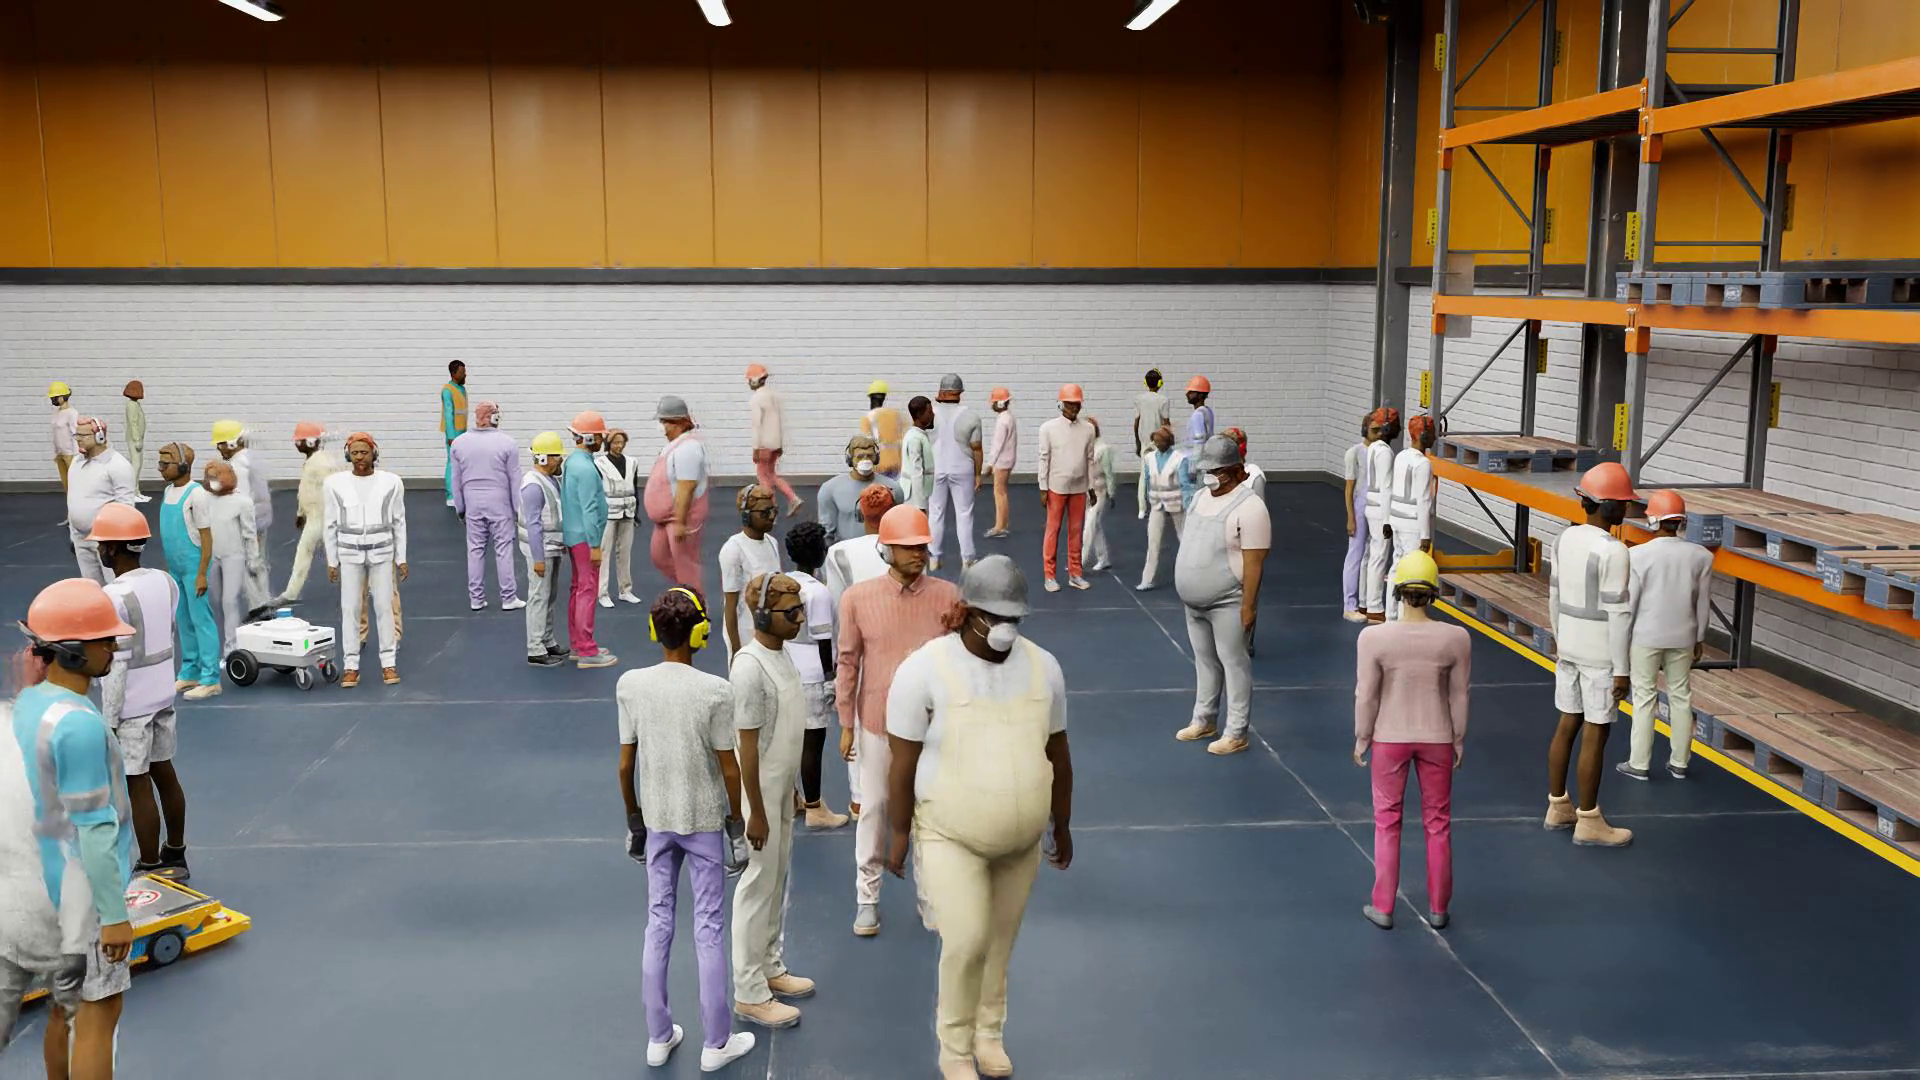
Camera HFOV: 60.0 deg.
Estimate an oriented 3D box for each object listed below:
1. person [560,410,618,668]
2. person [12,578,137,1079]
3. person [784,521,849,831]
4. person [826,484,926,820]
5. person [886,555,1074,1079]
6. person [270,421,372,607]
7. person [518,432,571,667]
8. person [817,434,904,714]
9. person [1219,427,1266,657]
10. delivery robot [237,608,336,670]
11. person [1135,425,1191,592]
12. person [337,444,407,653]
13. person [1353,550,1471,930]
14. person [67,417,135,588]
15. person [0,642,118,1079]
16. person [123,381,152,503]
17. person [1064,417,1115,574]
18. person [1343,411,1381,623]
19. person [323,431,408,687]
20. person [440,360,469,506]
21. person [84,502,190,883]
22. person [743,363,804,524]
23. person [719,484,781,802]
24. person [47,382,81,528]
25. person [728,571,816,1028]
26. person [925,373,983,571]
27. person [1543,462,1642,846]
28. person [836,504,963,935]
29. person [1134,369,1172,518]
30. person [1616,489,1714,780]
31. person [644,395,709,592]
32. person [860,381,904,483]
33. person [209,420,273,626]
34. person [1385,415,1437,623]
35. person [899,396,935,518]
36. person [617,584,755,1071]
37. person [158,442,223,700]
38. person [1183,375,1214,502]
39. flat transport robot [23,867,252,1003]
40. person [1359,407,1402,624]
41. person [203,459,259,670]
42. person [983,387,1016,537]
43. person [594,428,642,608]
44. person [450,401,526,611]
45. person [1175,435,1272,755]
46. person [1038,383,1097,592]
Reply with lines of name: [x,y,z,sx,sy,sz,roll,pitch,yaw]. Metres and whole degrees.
person: [-2.880,-0.010,12.891,0.406,1.987,0.615,-4,10,-23]
person: [-2.887,1.134,5.532,0.382,2.041,0.616,-9,13,-44]
person: [-0.834,0.736,9.114,0.318,1.697,0.535,-6,11,-34]
person: [-0.448,0.626,9.223,0.572,1.883,0.354,1,9,3]
person: [0.122,1.041,6.119,0.712,2.000,0.632,-4,10,-25]
person: [-5.905,-0.252,15.327,0.962,1.704,0.562,-5,10,-26]
person: [-3.214,0.067,12.937,0.404,1.823,0.591,0,9,0]
person: [-0.675,0.230,11.531,0.627,1.941,0.371,-3,10,-20]
person: [2.189,0.025,13.131,0.396,1.839,0.564,-5,10,-29]
delivery robot: [-4.986,0.749,12.312,0.707,0.478,0.477,4,10,21]
person: [2.035,-0.323,16.082,0.555,1.596,0.878,7,11,37]
person: [-4.708,0.049,13.282,0.567,1.743,0.351,-1,9,-6]
person: [2.078,0.927,7.693,0.526,1.769,0.330,1,9,4]
person: [-6.872,-0.029,13.262,0.643,1.909,0.410,4,10,23]
person: [-3.097,1.251,5.464,0.652,1.852,0.708,3,10,18]
person: [-10.997,-1.311,22.200,0.288,1.629,0.498,-3,10,-21]
person: [1.285,-0.438,16.800,0.831,1.592,0.519,-7,12,-39]
person: [3.576,-0.203,14.554,0.507,1.844,0.345,-6,11,-34]
person: [-4.377,0.141,12.268,0.573,1.883,0.355,-3,10,-19]
person: [-6.639,-1.411,21.902,0.379,1.917,0.591,0,9,3]
person: [-4.013,0.780,8.082,0.356,1.938,0.545,1,9,4]
person: [-2.319,-1.166,20.224,0.643,1.968,0.628,3,9,17]
person: [-1.174,0.593,9.544,0.351,1.847,0.507,4,10,25]
person: [-10.722,-1.019,19.951,0.524,1.761,0.339,6,11,35]
person: [-0.775,1.035,6.773,0.328,1.844,0.513,1,9,9]
person: [-0.088,-0.702,17.065,0.687,2.000,0.535,2,9,11]
person: [3.388,0.602,8.871,0.373,2.043,0.615,-2,9,-13]
person: [-0.257,0.821,7.634,0.617,1.995,0.381,-1,9,-9]
person: [2.406,-1.189,20.644,0.509,1.877,0.328,5,10,29]
person: [4.201,0.566,9.994,0.563,1.754,0.338,0,9,-2]
person: [-2.401,-0.226,14.080,0.535,2.000,0.710,-3,10,-19]
person: [-0.832,-0.805,18.296,0.635,1.874,1.010,-7,11,-36]
person: [-6.145,-0.130,14.251,0.471,1.795,0.612,-1,9,-6]
person: [3.752,-0.097,13.802,0.355,1.876,0.573,-1,9,-7]
person: [-0.389,-0.374,15.382,0.392,1.922,0.589,0,9,-2]
person: [-1.043,1.092,6.338,0.513,1.872,0.328,2,9,15]
person: [-5.537,0.219,11.898,0.511,1.845,0.341,7,11,35]
person: [2.580,-0.821,18.119,0.342,1.941,0.551,3,10,18]
flat transport robot: [-3.914,1.752,7.197,0.652,0.197,1.431,6,11,35]
person: [3.667,-0.215,14.496,0.341,1.882,0.586,0,9,0]
person: [-5.750,0.166,13.009,0.511,1.614,0.716,1,9,4]
person: [0.461,-0.907,19.272,0.363,1.740,0.580,1,9,6]
person: [-3.144,-0.207,15.219,0.309,1.636,0.522,8,12,41]
person: [-4.235,-0.303,15.006,0.651,1.898,0.401,1,9,6]
person: [1.627,0.329,10.591,0.535,2.000,0.680,-5,10,-29]
person: [1.037,-0.507,15.982,0.609,1.997,0.374,-4,10,-23]
